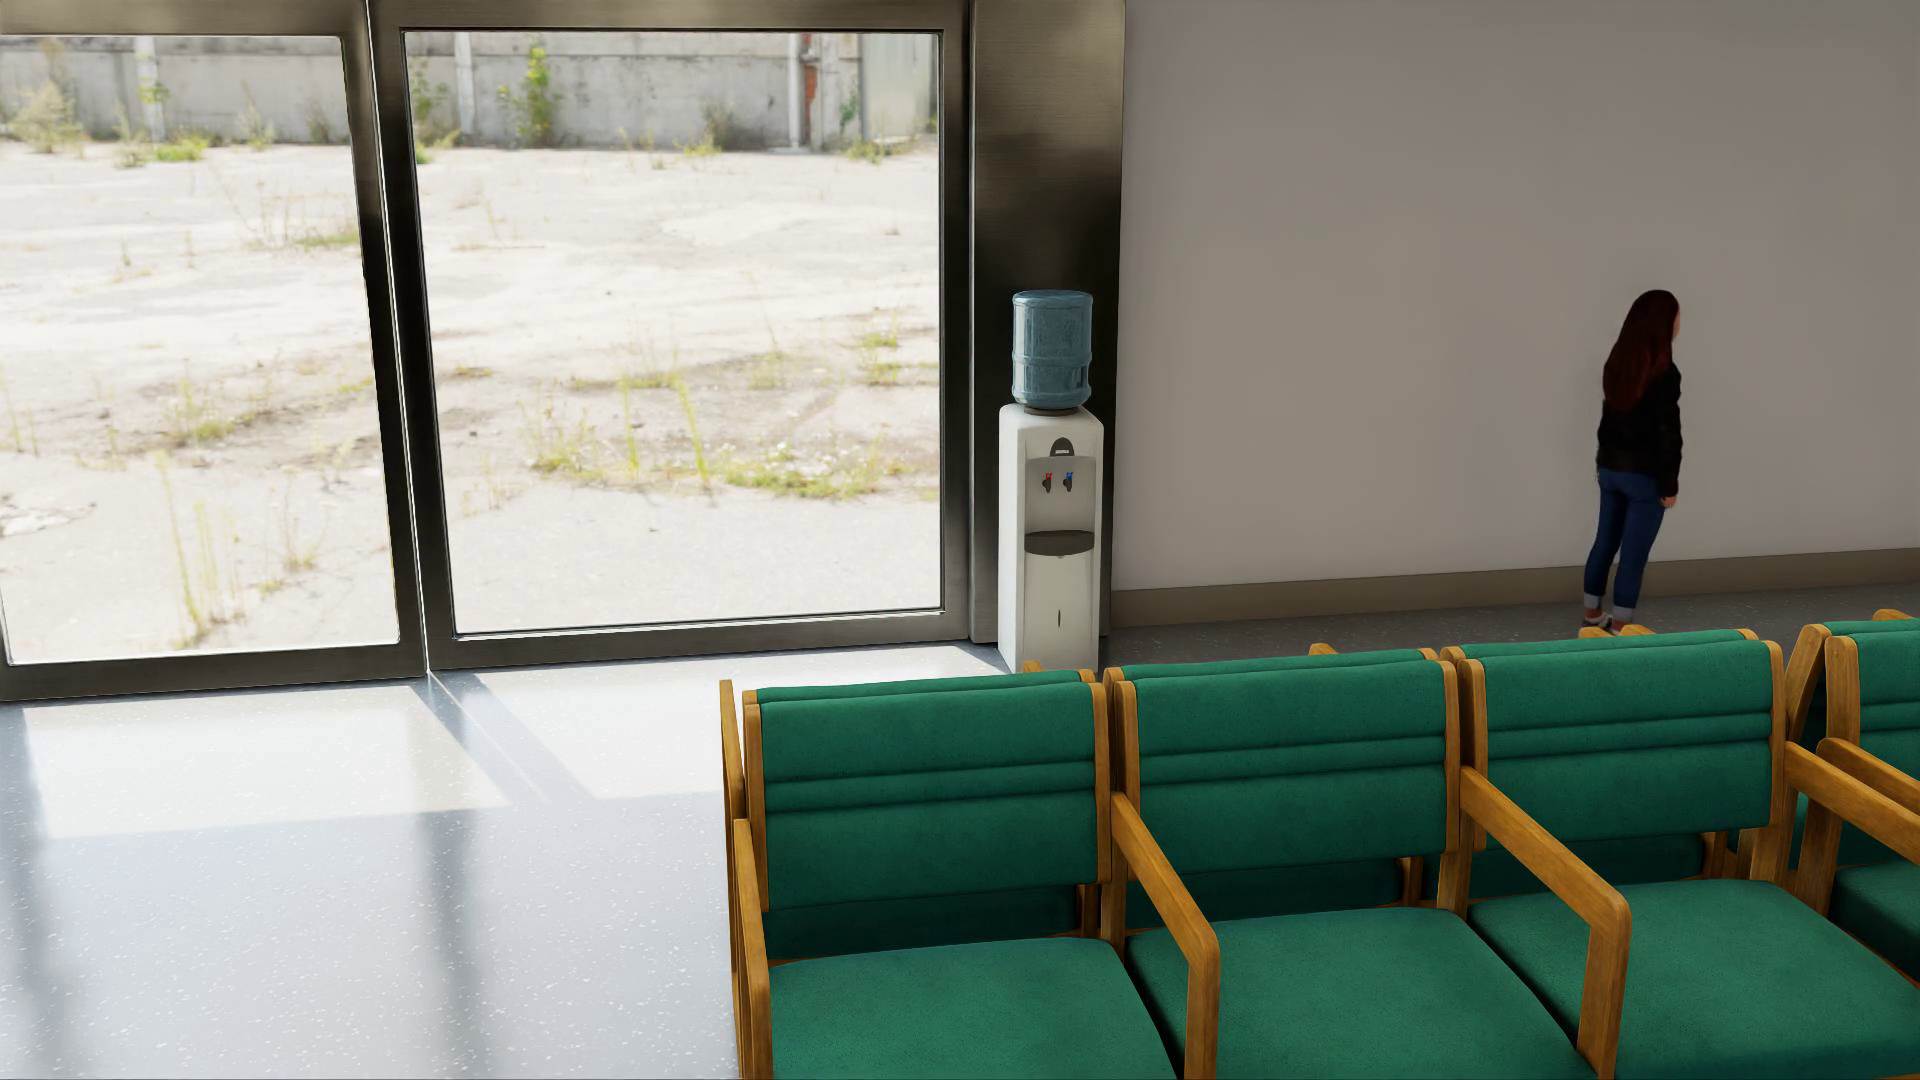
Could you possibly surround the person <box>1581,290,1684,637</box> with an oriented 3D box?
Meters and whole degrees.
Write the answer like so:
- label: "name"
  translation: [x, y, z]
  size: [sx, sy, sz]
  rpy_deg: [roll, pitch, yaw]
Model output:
- label: "person"
  translation: [2.744, -0.285, 6.783]
  size: [0.666, 1.482, 0.510]
  rpy_deg: [-5, 17, -19]
